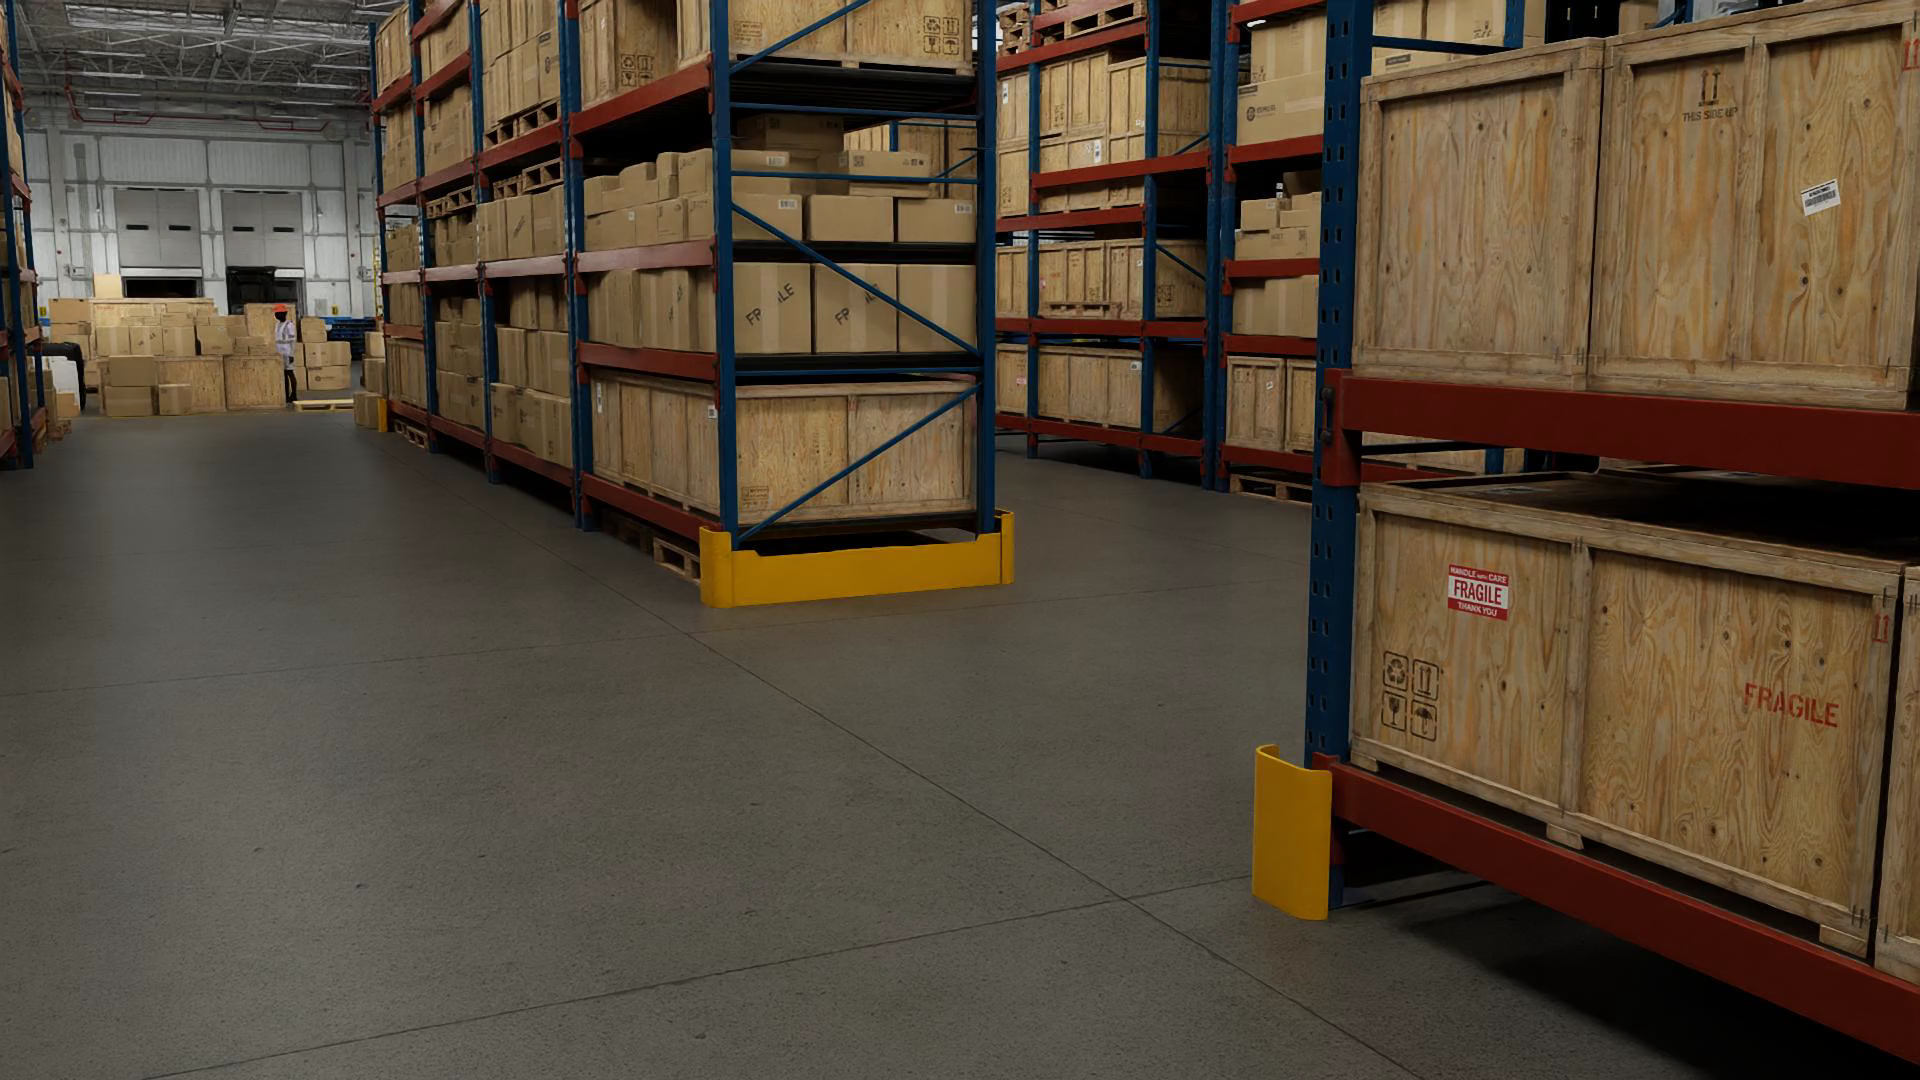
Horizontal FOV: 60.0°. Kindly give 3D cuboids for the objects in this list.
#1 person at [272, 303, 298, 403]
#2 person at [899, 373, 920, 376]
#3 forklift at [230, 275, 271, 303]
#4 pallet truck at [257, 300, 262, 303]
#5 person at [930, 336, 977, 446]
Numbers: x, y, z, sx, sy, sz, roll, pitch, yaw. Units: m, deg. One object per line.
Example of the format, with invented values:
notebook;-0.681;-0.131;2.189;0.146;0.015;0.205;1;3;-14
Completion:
person;-13.158;-3.633;32.374;0.547;1.937;0.379;6;10;37
person;-0.580;-1.074;15.549;0.539;1.695;0.319;5;10;31
forklift;-17.379;-5.329;40.839;1.129;2.768;1.873;-4;9;-26
pallet truck;-23.913;-7.404;58.171;1.885;1.965;0.823;-1;8;-9
person;-0.031;-1.684;19.079;0.656;1.898;0.521;-1;8;-10
